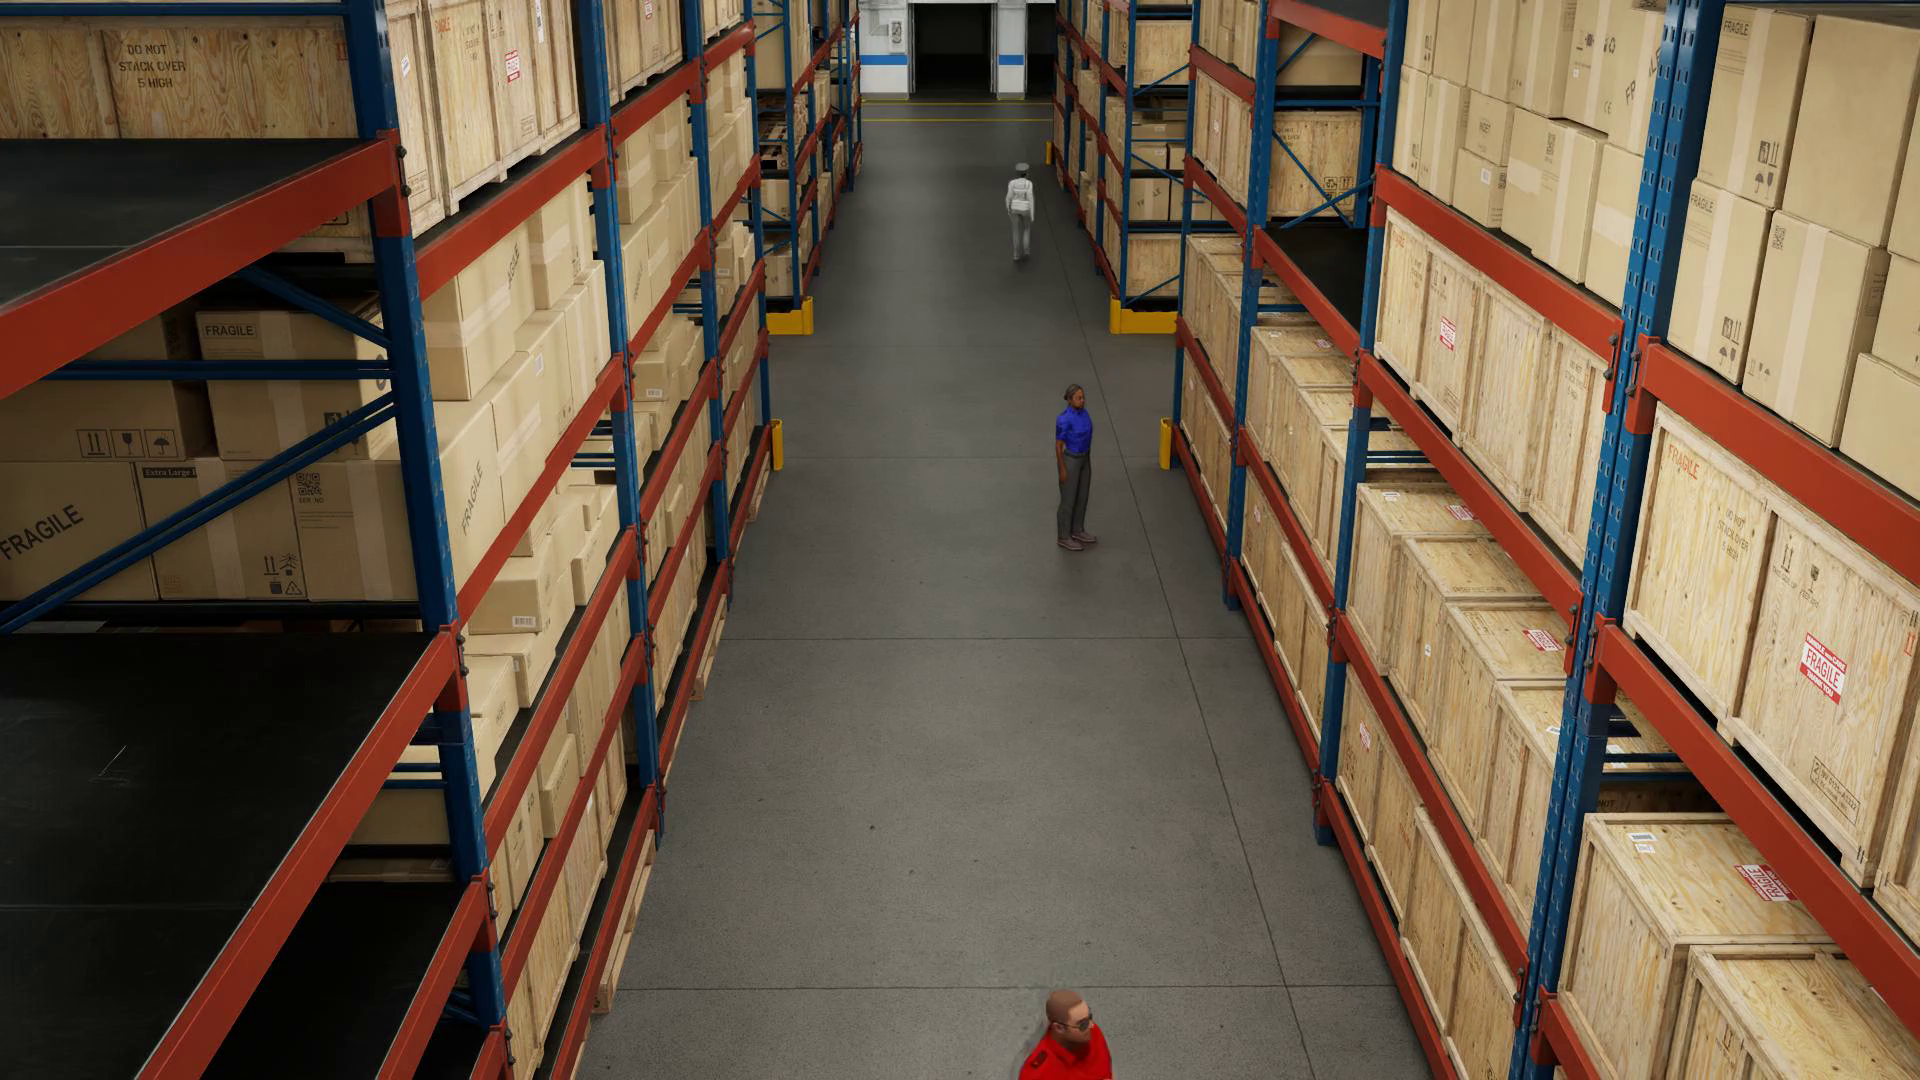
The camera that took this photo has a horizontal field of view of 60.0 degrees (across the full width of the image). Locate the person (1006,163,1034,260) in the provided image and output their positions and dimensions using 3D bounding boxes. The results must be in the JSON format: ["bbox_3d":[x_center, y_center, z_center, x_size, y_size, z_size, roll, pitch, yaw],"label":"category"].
[{"bbox_3d":[1.073,-5.823,29.352,0.526,1.666,0.819,3,22,7],"label":"person"}]

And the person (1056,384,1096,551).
[{"bbox_3d":[1.164,-0.743,16.544,0.344,1.659,0.440,15,26,34],"label":"person"}]

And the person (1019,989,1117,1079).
[{"bbox_3d":[0.589,2.790,7.462,0.876,1.702,0.590,13,25,30],"label":"person"}]
